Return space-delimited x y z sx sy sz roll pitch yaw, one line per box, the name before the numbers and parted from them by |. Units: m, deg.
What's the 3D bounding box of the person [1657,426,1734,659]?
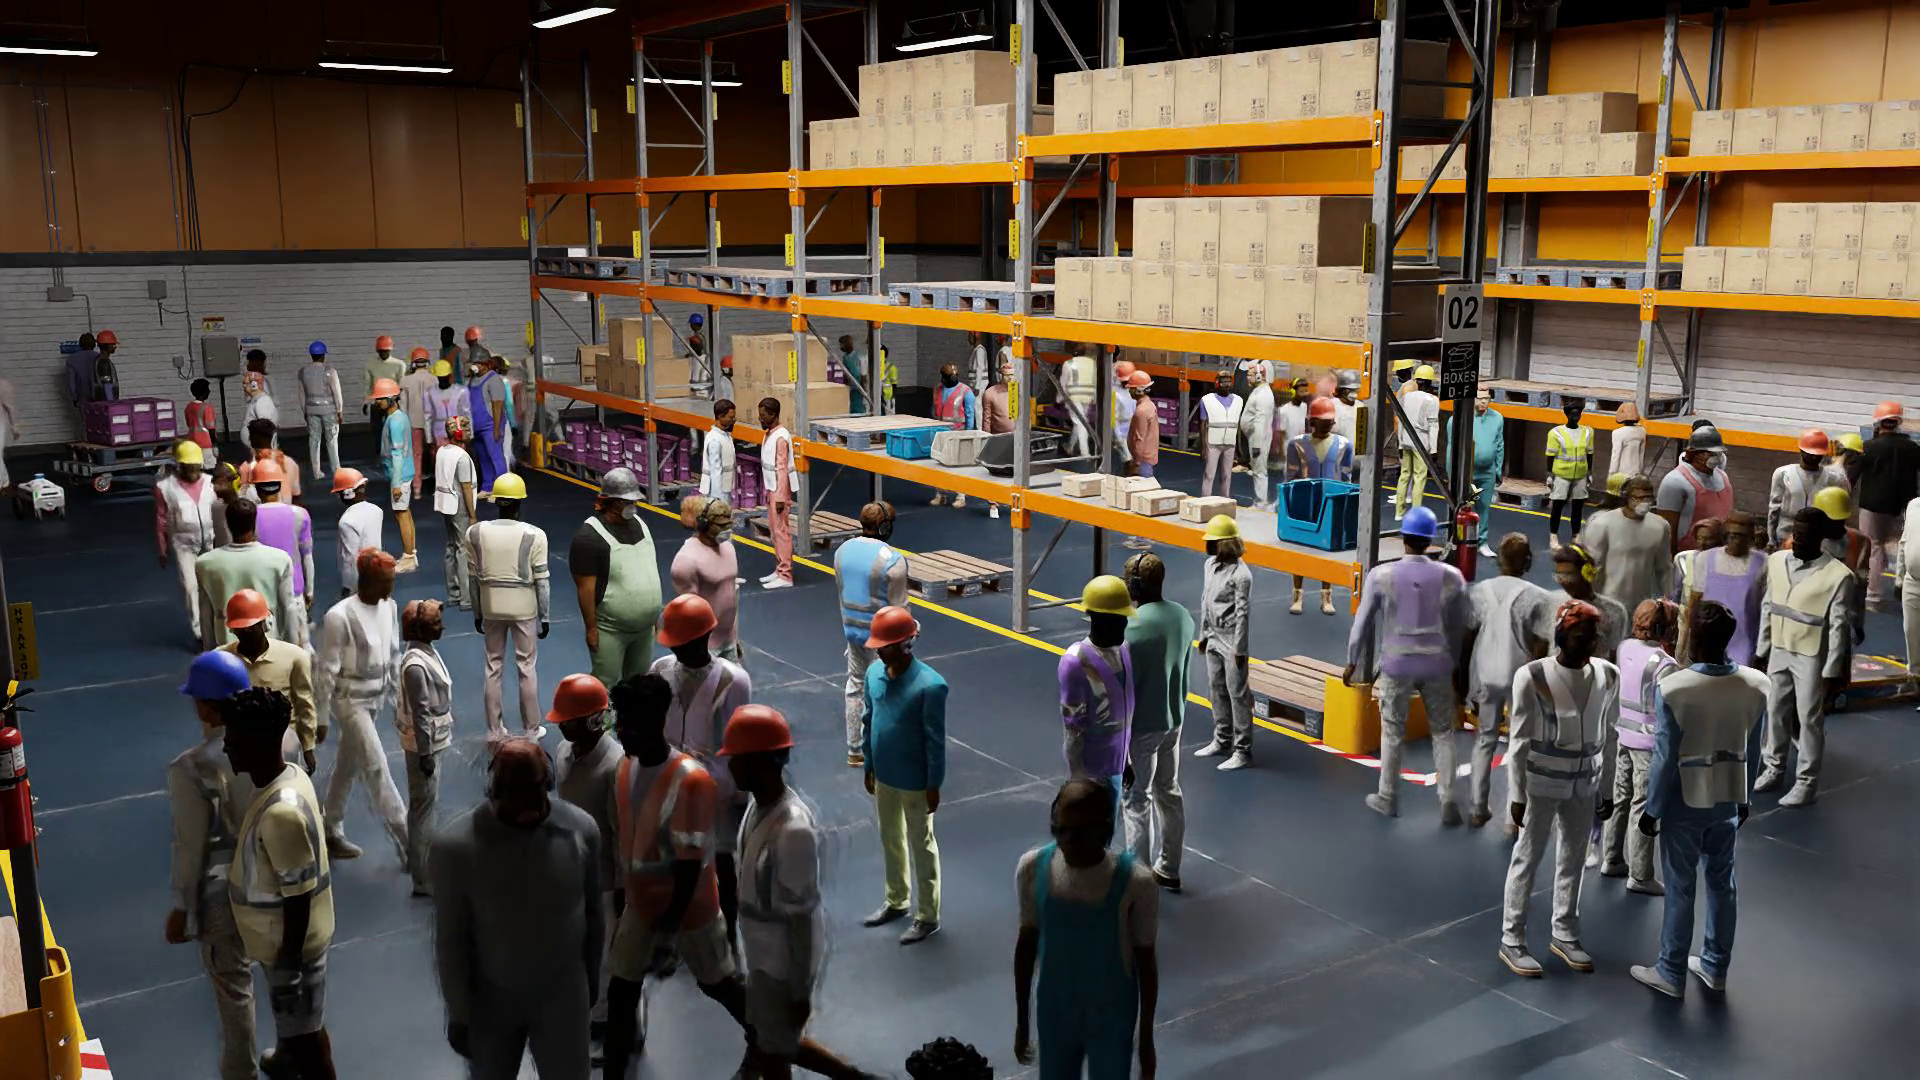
person | 5.967 0.089 13.396 0.682 2.000 0.537 -6 12 -27

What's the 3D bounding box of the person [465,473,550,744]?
person | -3.153 0.487 11.678 0.583 1.921 0.394 1 11 3

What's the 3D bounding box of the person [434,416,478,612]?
person | -4.710 -0.247 15.614 0.386 1.845 0.567 -10 15 -41

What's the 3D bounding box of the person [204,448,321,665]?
person | -5.666 0.177 13.470 0.908 1.852 0.582 -9 15 -40

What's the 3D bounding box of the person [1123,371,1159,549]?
person | 2.017 -0.897 18.591 0.408 1.987 0.614 3 11 14

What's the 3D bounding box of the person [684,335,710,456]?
person | -4.030 -2.220 25.662 0.653 1.879 0.358 8 13 34

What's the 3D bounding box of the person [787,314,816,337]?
person | -2.968 -3.401 31.467 0.623 1.949 0.424 4 12 18

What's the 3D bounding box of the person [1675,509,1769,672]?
person | 4.985 0.691 10.877 0.544 1.818 0.602 9 14 38

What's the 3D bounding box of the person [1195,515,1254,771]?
person | 1.772 0.682 11.165 0.363 1.736 0.485 -4 12 -22

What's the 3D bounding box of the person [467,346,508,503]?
person | -6.172 -1.509 21.574 0.536 2.000 0.684 -10 15 -42

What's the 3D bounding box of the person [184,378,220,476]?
person | -9.432 -1.166 20.731 0.530 1.689 0.322 8 14 35

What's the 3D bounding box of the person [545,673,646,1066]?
person | -1.617 1.430 7.308 0.557 1.744 0.346 10 15 43

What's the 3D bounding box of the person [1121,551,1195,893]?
person | 1.013 1.013 8.960 0.367 1.932 0.632 10 15 42

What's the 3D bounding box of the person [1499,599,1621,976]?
person | 2.936 1.206 8.121 0.575 1.877 0.343 -2 11 -12

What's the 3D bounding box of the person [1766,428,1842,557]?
person | 7.169 0.000 14.157 0.549 1.925 0.389 4 12 20

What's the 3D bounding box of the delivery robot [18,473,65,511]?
delivery robot | -11.235 -0.570 20.329 0.477 0.478 0.707 -11 16 -43

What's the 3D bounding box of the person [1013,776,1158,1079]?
person | 0.422 1.692 5.770 0.531 1.828 0.472 5 12 24

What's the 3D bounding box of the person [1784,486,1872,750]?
person | 5.919 0.544 11.439 0.617 1.895 0.586 0 11 1

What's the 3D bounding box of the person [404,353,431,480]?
person | -7.539 -1.739 23.195 0.676 1.863 0.473 5 12 25

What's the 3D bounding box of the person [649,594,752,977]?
person | -1.268 1.195 8.031 0.545 1.927 0.385 4 12 19

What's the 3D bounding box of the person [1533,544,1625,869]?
person | 3.587 0.918 9.680 0.520 1.843 0.625 7 13 32

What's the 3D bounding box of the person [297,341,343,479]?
person | -8.971 -1.815 23.380 0.604 1.949 0.384 1 11 4

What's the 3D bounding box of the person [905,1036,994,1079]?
person | -0.024 2.055 4.214 0.320 1.697 0.531 -10 15 -42

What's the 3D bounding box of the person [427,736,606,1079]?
person | -1.609 1.598 6.115 0.634 1.877 0.899 -5 12 -25

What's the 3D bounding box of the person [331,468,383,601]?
person | -4.742 0.291 13.116 0.333 1.744 0.559 1 11 4

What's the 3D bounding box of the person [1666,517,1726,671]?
person | 5.200 0.640 11.630 0.317 1.631 0.519 -11 15 -43

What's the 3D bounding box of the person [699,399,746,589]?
person | -2.382 -0.454 16.526 0.399 1.906 0.603 0 11 1

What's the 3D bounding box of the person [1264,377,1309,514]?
person | 3.844 -0.988 19.417 0.507 1.845 0.575 10 15 42

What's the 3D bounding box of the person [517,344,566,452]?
person | -6.601 -2.268 26.131 0.718 1.798 0.486 -3 11 -13

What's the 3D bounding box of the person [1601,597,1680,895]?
person | 3.759 1.120 9.149 0.307 1.639 0.525 -2 11 -11

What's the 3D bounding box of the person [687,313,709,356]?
person | -4.709 -3.108 29.997 0.394 1.945 0.618 -1 11 -4

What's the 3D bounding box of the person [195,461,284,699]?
person | -5.614 0.269 13.032 0.523 1.834 0.920 8 14 35

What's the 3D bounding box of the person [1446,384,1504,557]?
person | 5.594 -0.745 18.042 0.644 1.900 0.399 -2 11 -11

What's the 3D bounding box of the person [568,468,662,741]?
person | -2.273 0.503 11.277 0.535 2.000 0.681 7 13 33

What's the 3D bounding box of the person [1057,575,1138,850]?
person | 0.711 1.119 8.411 0.361 1.929 0.587 7 13 31

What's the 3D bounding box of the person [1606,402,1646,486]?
person | 7.435 -0.724 18.600 0.507 1.631 0.266 -6 13 -28

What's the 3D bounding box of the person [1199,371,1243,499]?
person | 3.154 -1.133 20.148 0.563 1.847 0.389 -4 12 -19

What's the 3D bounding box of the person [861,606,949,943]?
person | -0.312 1.186 8.554 0.574 1.740 0.348 10 15 43

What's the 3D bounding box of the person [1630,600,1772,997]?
person | 3.511 1.228 7.882 0.593 1.920 0.391 -3 11 -15

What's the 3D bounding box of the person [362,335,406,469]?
person | -8.403 -2.005 24.297 0.638 1.970 0.445 -2 11 -10

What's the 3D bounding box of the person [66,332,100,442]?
person | -13.171 -2.177 25.257 0.634 1.939 0.367 -2 11 -10

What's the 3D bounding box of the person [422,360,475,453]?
person | -6.458 -1.328 21.010 0.617 1.896 0.571 -2 11 -12

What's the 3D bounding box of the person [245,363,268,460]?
person | -9.636 -1.625 22.902 0.337 1.757 0.518 0 11 1

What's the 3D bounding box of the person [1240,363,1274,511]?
person | 3.648 -1.224 20.483 0.399 1.901 0.644 2 11 8
